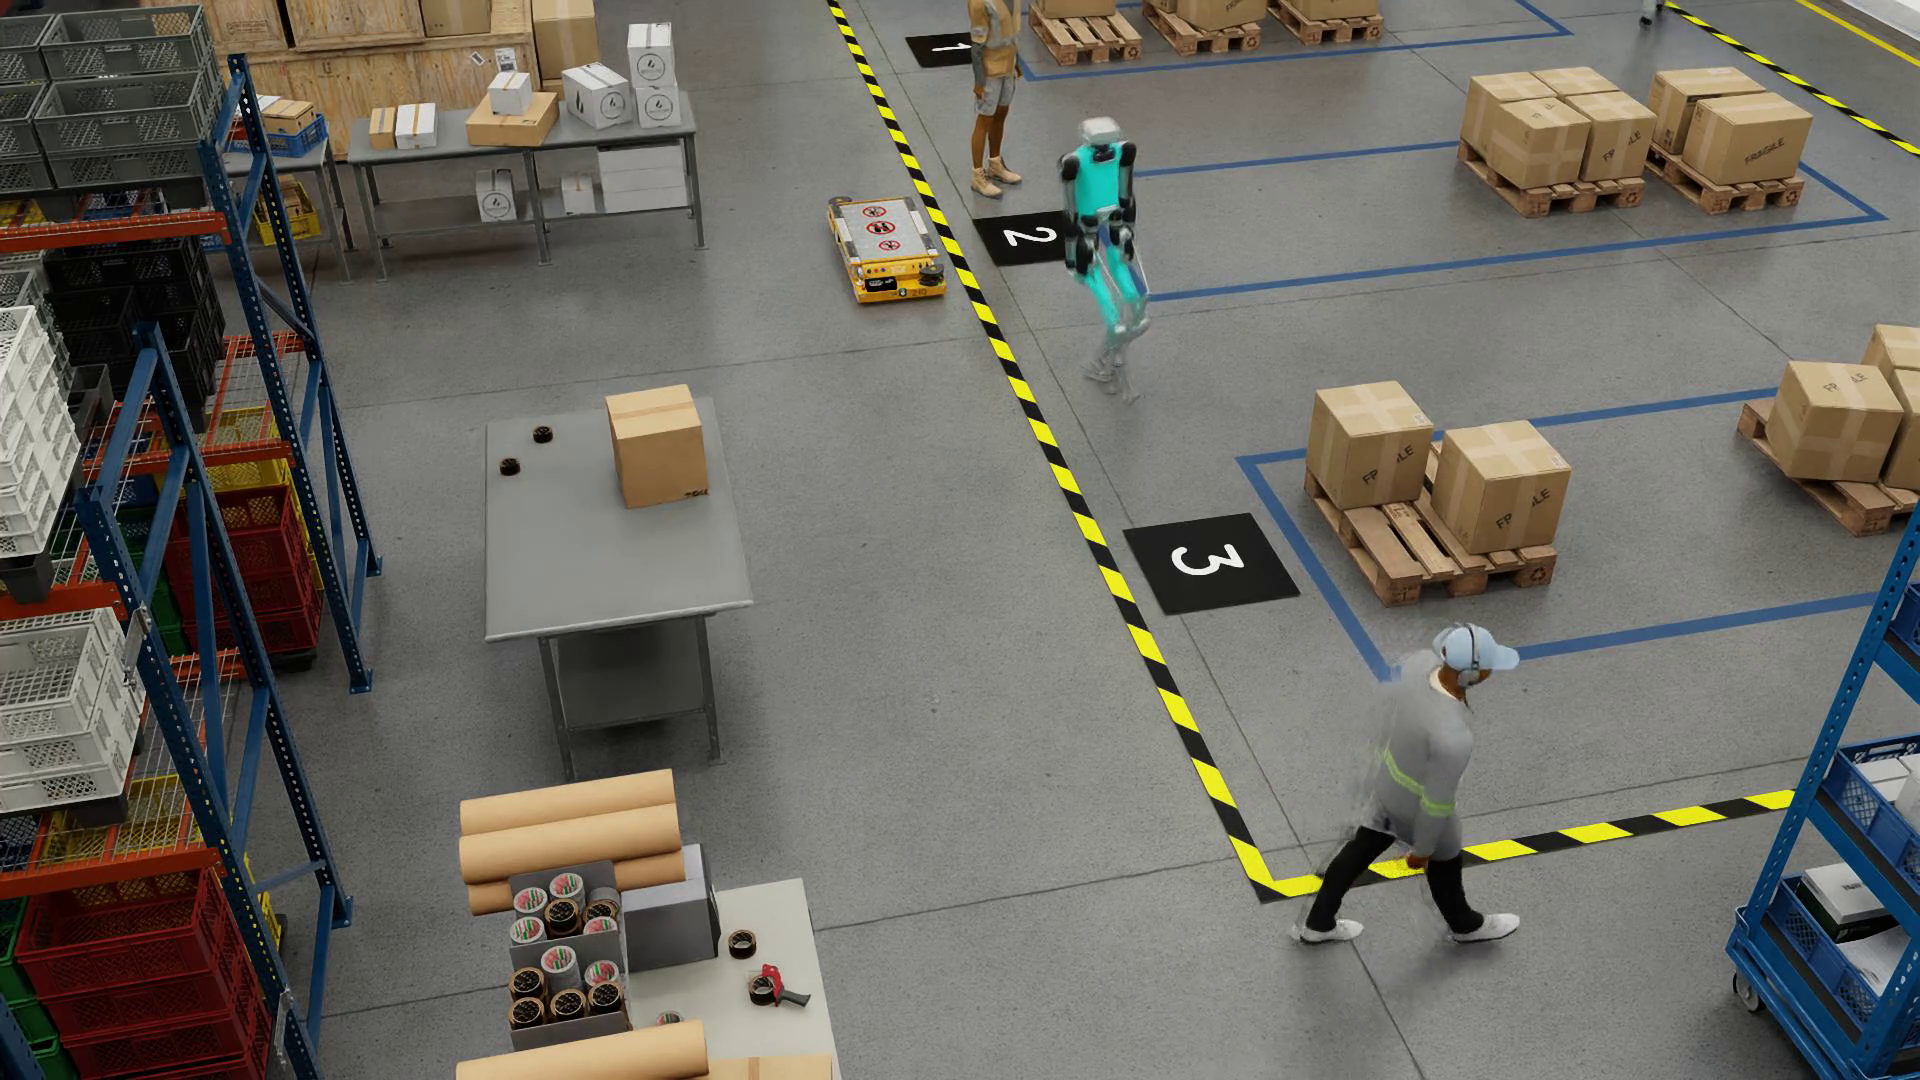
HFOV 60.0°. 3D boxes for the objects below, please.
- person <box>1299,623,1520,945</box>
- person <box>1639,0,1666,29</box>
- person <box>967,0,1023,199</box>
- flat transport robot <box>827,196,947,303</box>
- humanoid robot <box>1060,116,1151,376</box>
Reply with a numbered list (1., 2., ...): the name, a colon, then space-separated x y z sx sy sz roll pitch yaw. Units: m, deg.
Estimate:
1. person: 1.942 1.045 6.865 0.966 1.797 0.597 -5 37 -7
2. person: 6.996 -6.025 16.369 0.610 1.786 0.891 8 37 11
3. person: 0.319 -3.709 13.065 0.405 2.030 0.608 23 42 28
4. flat transport robot: -0.570 -2.220 12.538 0.659 0.231 1.431 -8 37 -10
5. humanoid robot: 0.994 -1.818 10.654 0.533 1.678 0.736 -18 40 -22
